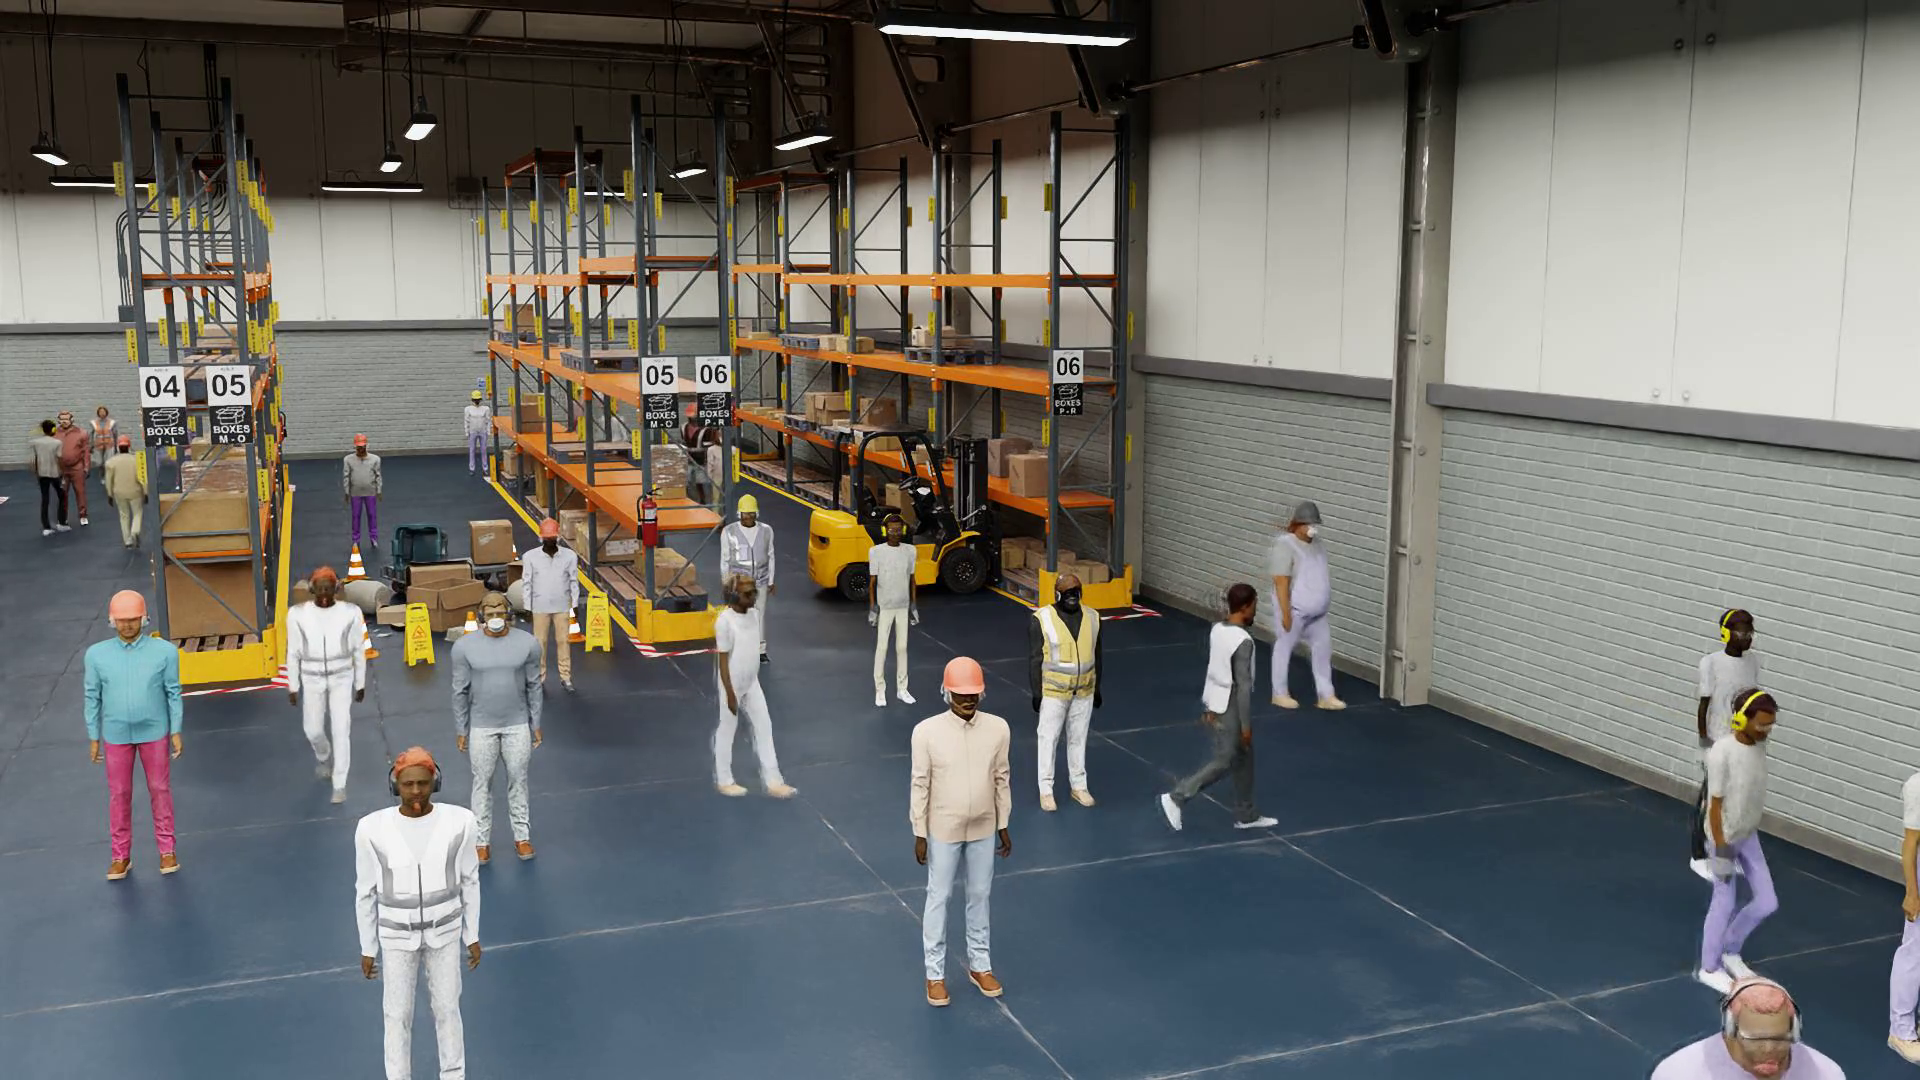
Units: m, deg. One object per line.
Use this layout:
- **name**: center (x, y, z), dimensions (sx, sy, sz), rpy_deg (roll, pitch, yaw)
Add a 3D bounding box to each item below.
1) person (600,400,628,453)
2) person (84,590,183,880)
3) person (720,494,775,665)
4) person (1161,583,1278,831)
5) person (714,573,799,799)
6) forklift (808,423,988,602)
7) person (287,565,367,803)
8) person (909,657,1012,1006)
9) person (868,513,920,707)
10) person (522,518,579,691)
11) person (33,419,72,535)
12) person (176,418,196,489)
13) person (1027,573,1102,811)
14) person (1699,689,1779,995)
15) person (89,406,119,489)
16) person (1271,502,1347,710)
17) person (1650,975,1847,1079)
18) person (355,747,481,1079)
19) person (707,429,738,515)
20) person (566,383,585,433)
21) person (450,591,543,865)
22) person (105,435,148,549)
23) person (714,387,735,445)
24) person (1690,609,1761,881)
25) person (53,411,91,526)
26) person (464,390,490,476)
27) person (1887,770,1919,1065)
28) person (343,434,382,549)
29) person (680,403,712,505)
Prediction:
- **person**: center (-6.834, -1.914, 32.738), dimensions (0.567, 1.715, 0.862), rpy_deg (5, 10, 27)
- **person**: center (-5.671, 1.325, 11.443), dimensions (0.612, 1.997, 0.376), rpy_deg (-4, 10, -21)
- **person**: center (-2.237, 0.426, 17.620), dimensions (0.590, 1.833, 0.404), rpy_deg (-4, 10, -21)
- **person**: center (1.938, 1.250, 12.298), dimensions (0.857, 1.885, 0.615), rpy_deg (-2, 9, -10)
- **person**: center (-1.619, 1.167, 13.000), dimensions (0.837, 1.814, 0.547), rpy_deg (6, 11, 33)
- **forklift**: center (-0.830, -0.399, 21.676), dimensions (2.313, 2.155, 1.214), rpy_deg (-4, 10, -21)
- **person**: center (-5.003, 1.114, 13.178), dimensions (0.590, 1.870, 0.627), rpy_deg (-3, 9, -17)
- **person**: center (0.012, 1.638, 9.479), dimensions (0.612, 1.995, 0.377), rpy_deg (-4, 10, -21)
- **person**: center (-0.635, 0.663, 16.013), dimensions (0.513, 1.872, 0.328), rpy_deg (-4, 10, -21)
- **person**: center (-4.052, 0.644, 16.494), dimensions (0.563, 1.752, 0.326), rpy_deg (-4, 10, -21)
- **person**: center (-14.558, -1.010, 26.639), dimensions (0.563, 1.838, 0.668), rpy_deg (0, 9, -1)
- **person**: center (-15.037, -1.799, 32.250), dimensions (0.500, 1.633, 0.284), rpy_deg (-4, 10, -21)
- **person**: center (0.831, 1.170, 12.911), dimensions (0.628, 1.844, 0.429), rpy_deg (-4, 10, -21)
- **person**: center (4.432, 1.721, 9.452), dimensions (0.567, 1.835, 0.463), rpy_deg (-5, 10, -29)
- **person**: center (-16.614, -1.808, 32.305), dimensions (0.527, 1.624, 0.530), rpy_deg (-4, 10, -24)
- **person**: center (3.303, 0.628, 15.693), dimensions (0.711, 2.000, 0.854), rpy_deg (-7, 11, -38)
- **person**: center (2.614, 2.344, 5.438), dimensions (0.631, 1.860, 0.908), rpy_deg (-1, 9, -4)
- **person**: center (-2.603, 1.924, 8.032), dimensions (0.575, 1.884, 0.355), rpy_deg (-4, 10, -21)
- **person**: center (-3.882, -0.999, 27.213), dimensions (0.500, 1.633, 0.284), rpy_deg (-4, 10, -21)
- **person**: center (-8.682, -2.728, 37.825), dimensions (0.550, 1.720, 0.705), rpy_deg (-5, 11, -31)
- **person**: center (-3.244, 1.311, 11.718), dimensions (0.631, 1.940, 0.372), rpy_deg (-4, 10, -21)
- **person**: center (-12.583, -0.724, 25.130), dimensions (0.581, 1.735, 0.369), rpy_deg (-4, 10, -22)
- **person**: center (-5.567, -3.081, 39.033), dimensions (0.608, 2.044, 0.372), rpy_deg (-4, 10, -21)
- **person**: center (5.276, 1.391, 11.415), dimensions (0.513, 1.876, 0.328), rpy_deg (-4, 10, -21)
- **person**: center (-14.728, -1.181, 27.500), dimensions (0.643, 1.909, 0.410), rpy_deg (-4, 10, -21)
- **person**: center (-9.987, -2.215, 34.454), dimensions (0.525, 1.769, 0.310), rpy_deg (-4, 10, -21)
- **person**: center (5.168, 1.828, 8.757), dimensions (0.508, 1.847, 0.345), rpy_deg (-4, 10, -21)
- **person**: center (-9.035, -0.735, 25.173), dimensions (0.563, 1.752, 0.326), rpy_deg (-4, 10, -21)
- **person**: center (-4.445, -1.270, 27.694), dimensions (0.645, 2.020, 0.597), rpy_deg (4, 10, 25)
